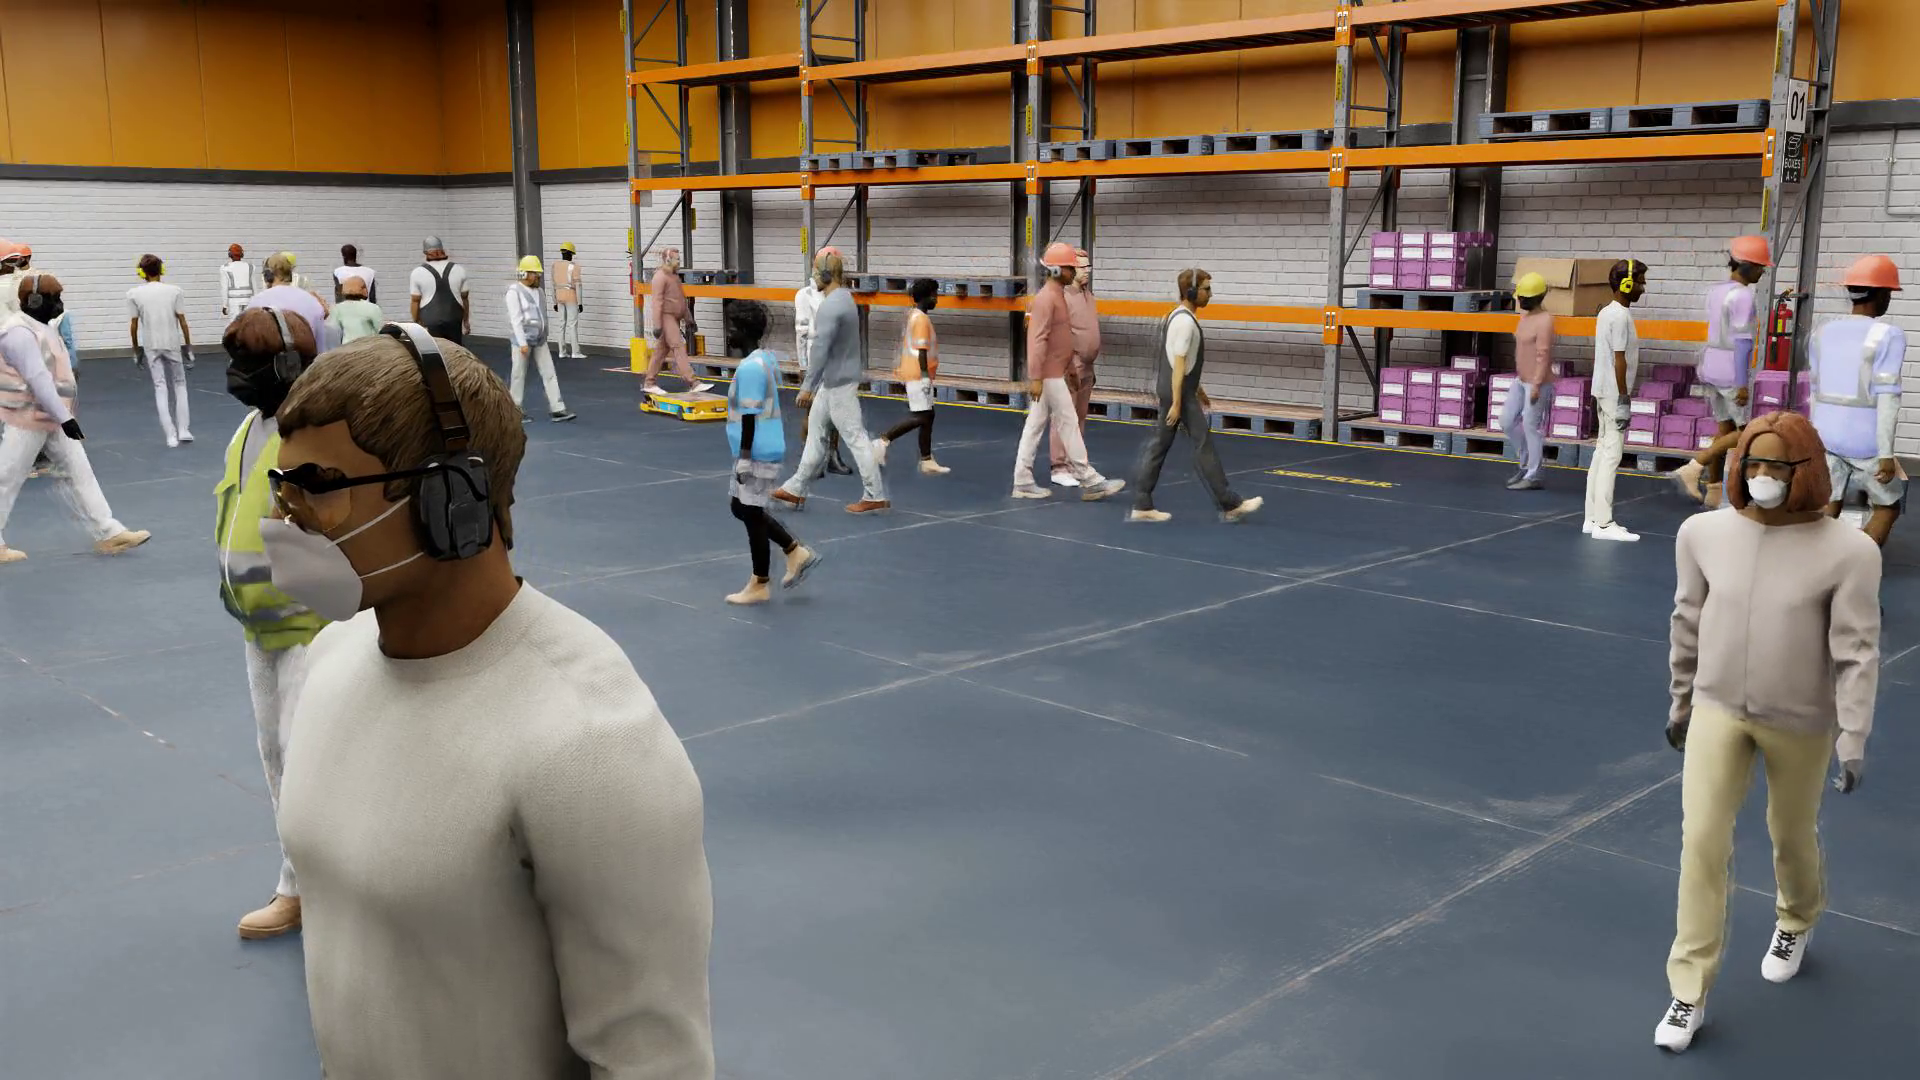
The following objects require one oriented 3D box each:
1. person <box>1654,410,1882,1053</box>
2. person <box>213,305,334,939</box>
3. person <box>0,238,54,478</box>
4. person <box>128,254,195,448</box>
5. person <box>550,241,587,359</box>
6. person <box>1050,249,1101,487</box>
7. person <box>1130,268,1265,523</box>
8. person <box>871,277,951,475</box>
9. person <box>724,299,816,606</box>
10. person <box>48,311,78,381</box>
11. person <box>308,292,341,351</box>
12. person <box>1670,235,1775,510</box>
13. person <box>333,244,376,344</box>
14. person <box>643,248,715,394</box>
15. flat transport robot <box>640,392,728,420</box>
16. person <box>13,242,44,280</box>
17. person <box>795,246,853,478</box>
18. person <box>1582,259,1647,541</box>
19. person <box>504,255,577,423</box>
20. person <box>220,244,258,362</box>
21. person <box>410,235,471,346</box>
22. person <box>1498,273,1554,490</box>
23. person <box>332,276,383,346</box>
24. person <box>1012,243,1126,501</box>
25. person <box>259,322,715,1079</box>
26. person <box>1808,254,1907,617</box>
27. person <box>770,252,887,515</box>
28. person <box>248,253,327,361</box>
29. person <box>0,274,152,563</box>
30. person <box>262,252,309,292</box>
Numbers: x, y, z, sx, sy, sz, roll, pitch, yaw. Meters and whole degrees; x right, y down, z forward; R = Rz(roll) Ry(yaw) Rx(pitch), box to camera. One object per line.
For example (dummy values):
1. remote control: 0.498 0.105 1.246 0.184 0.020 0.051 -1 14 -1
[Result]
1. person: 2.089 0.452 4.301 0.511 1.593 0.839 8 13 39
2. person: -1.850 0.242 4.805 0.641 1.829 0.527 9 14 42
3. person: -7.916 -1.513 13.918 0.396 1.992 0.622 0 10 0
4. person: -7.677 -1.823 16.018 0.547 1.839 0.714 -4 11 -21
5. person: -6.440 -3.935 27.337 0.589 1.918 0.395 5 11 25
6. person: 0.939 -1.399 13.538 0.409 1.907 0.651 6 12 29
7. person: 1.662 -0.995 11.662 0.977 1.789 0.515 -1 10 -4
8. person: -0.423 -1.360 13.947 0.634 1.670 0.563 0 10 -1
9. person: -1.082 -0.472 9.113 0.427 1.682 0.540 -1 10 -7
10. person: -8.429 -1.559 15.233 0.538 1.592 0.833 0 10 -3
11. person: -5.033 -1.134 12.982 0.862 1.582 0.507 5 12 27
12. person: 5.581 -1.196 12.120 0.539 2.021 0.629 1 10 7
13. person: -8.404 -3.132 23.047 0.620 1.883 0.865 -8 13 -39
14. person: -3.605 -2.752 21.059 1.011 1.857 0.663 1 10 5
15. flat transport robot: -2.985 -1.511 18.613 0.652 0.197 1.431 -7 13 -34
16. person: -12.001 -2.856 21.406 0.544 1.937 0.358 3 11 17
17. person: -1.111 -1.488 13.966 0.543 1.927 0.375 -8 13 -37
18. person: 4.393 -0.931 11.109 0.328 1.865 0.508 1 10 8
19. person: -4.530 -2.135 17.860 0.836 1.801 0.596 5 12 27
20. person: -11.451 -3.755 26.454 0.576 1.882 0.355 -10 14 -43
21. person: -6.301 -2.674 20.124 0.709 2.000 0.536 -6 12 -30
22. person: 4.473 -1.234 13.119 0.417 1.726 0.573 -1 10 -5
23. person: -6.109 -1.887 17.026 0.510 1.608 0.708 1 10 7
24. person: 0.836 -1.268 12.680 0.962 1.950 0.652 2 11 9
25. person: -0.509 0.740 1.790 0.635 1.937 0.354 10 14 44
26. person: 4.709 -0.519 8.697 0.530 1.919 0.580 -4 11 -22
27. person: -0.985 -1.113 12.006 0.986 1.885 0.651 0 10 2
28. person: -5.007 -1.177 12.393 0.811 1.889 0.645 7 12 33
29. person: -5.687 -0.745 10.331 1.011 1.787 0.607 -2 11 -9
30. person: -9.062 -2.962 22.352 0.628 1.792 0.557 -6 12 -29
